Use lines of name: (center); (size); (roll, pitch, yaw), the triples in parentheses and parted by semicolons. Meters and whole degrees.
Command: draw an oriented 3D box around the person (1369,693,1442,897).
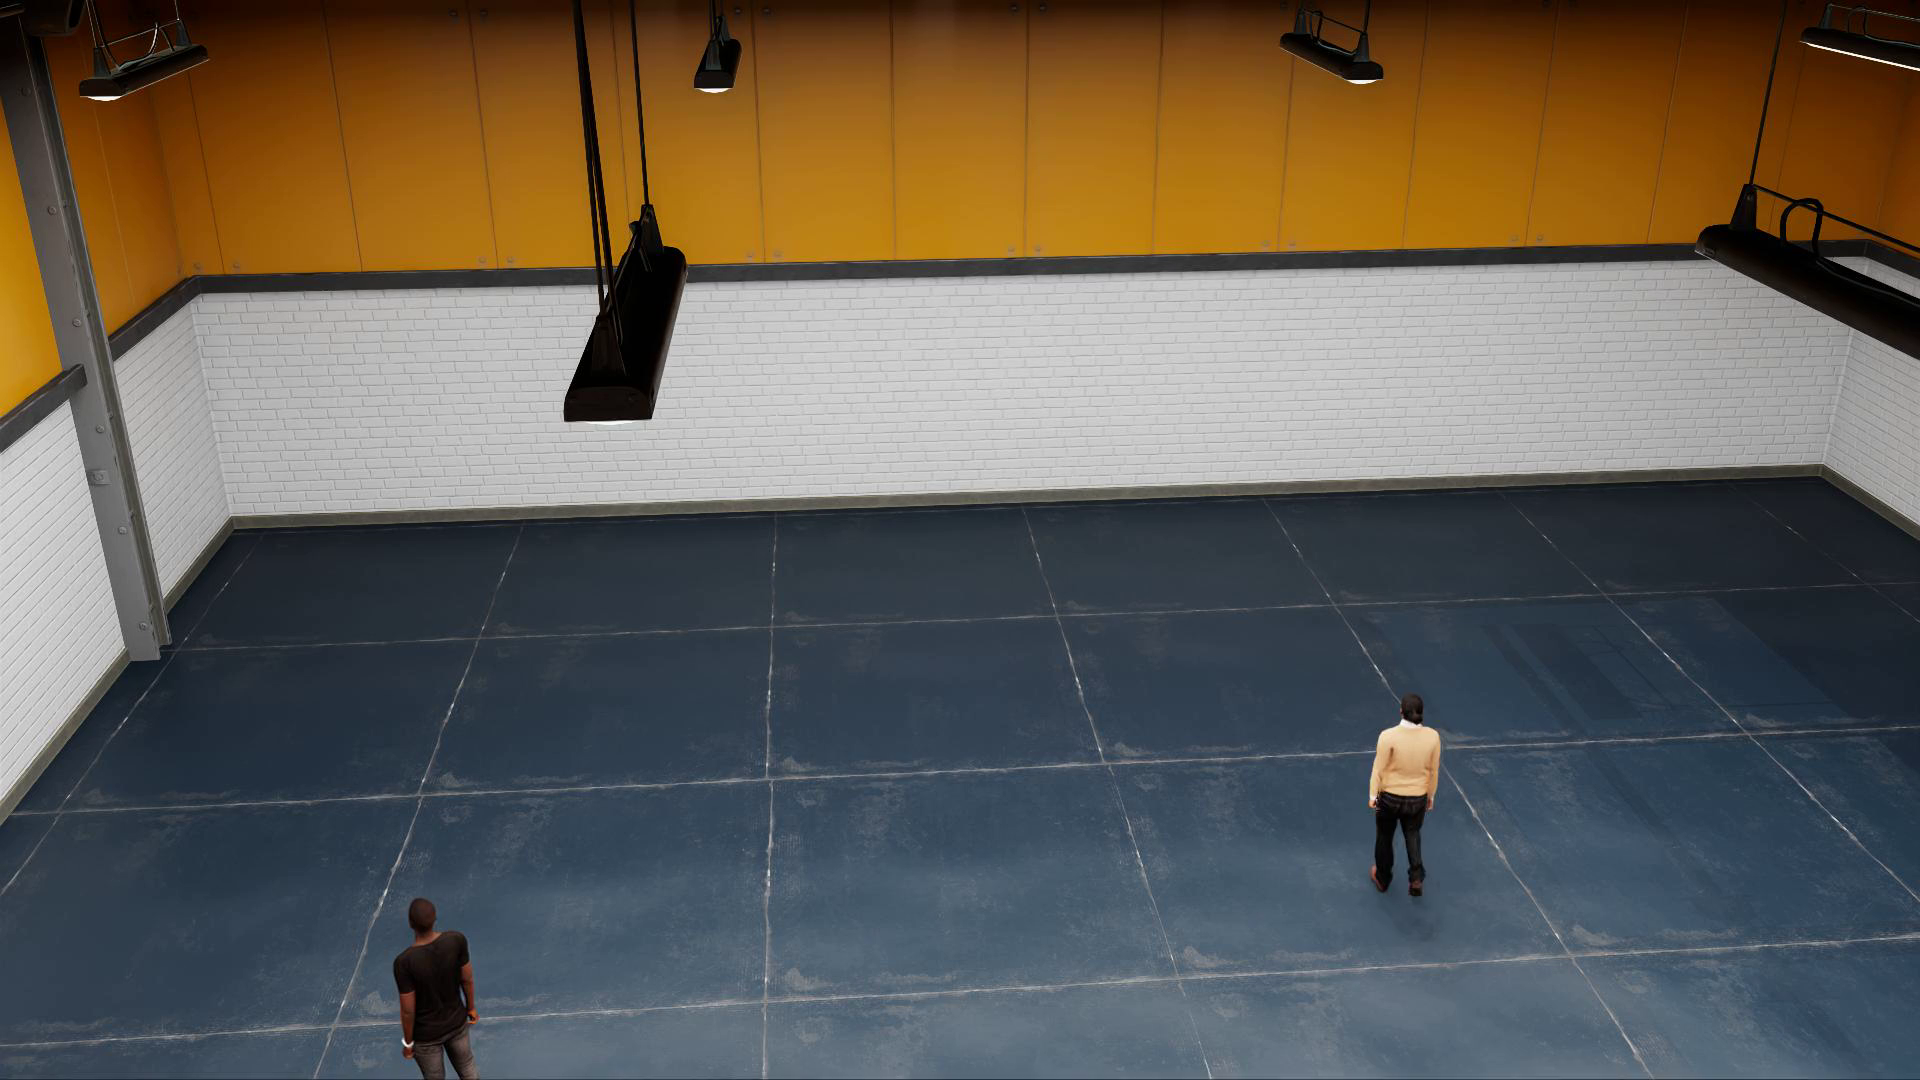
person: (3.390, 1.994, 12.678); (0.643, 1.739, 0.827); (-2, 24, -5)

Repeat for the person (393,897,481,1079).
person: (-3.233, 2.991, 10.316); (0.721, 1.805, 0.747); (-21, 31, -39)
